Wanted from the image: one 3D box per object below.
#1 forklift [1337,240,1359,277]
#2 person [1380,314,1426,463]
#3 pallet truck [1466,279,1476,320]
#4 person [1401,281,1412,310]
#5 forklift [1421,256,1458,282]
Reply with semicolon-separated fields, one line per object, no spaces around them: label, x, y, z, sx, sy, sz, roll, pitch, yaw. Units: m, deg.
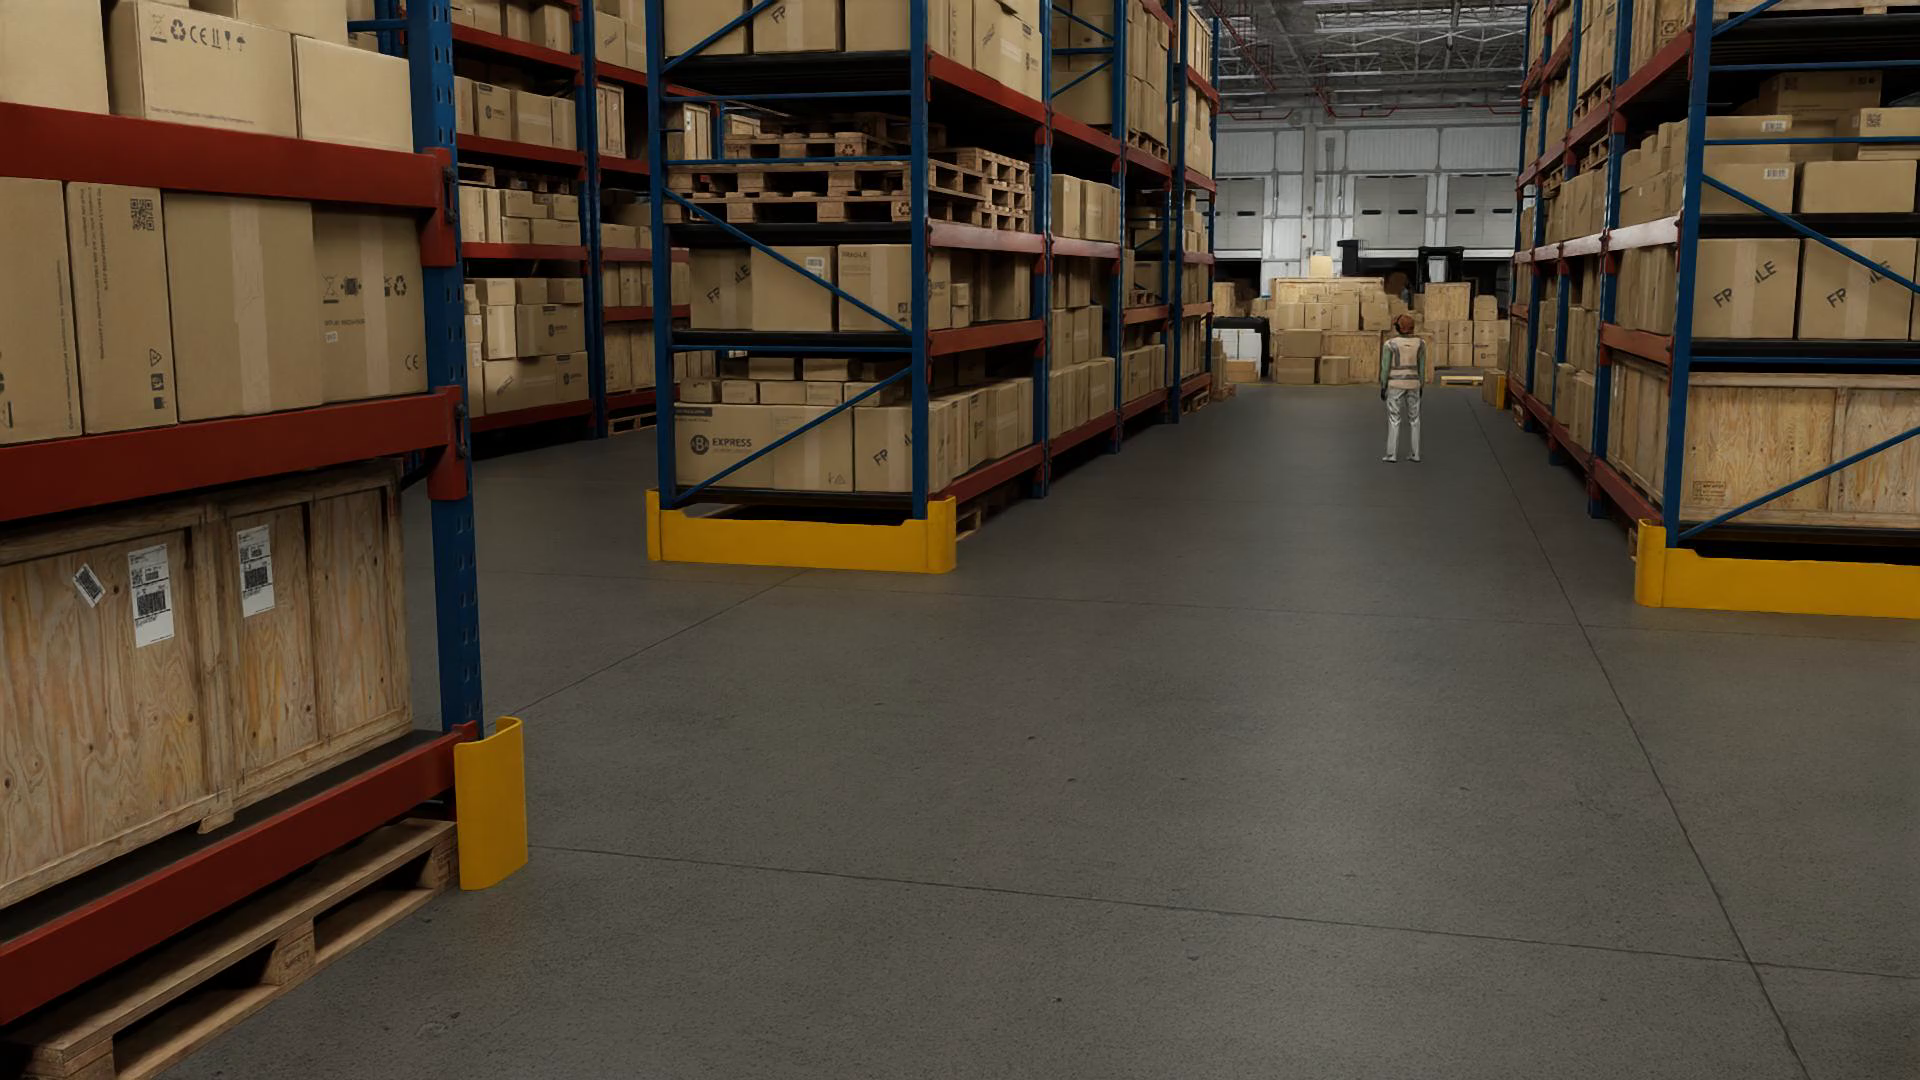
forklift;8.255;-4.985;35.441;1.873;2.768;1.129;2;9;15
person;4.871;-1.661;18.299;0.514;1.632;0.314;-1;9;-9
pallet truck;18.896;-8.459;60.307;1.885;1.965;0.823;5;10;31
person;15.029;-7.749;55.988;0.372;1.940;0.631;0;9;3
forklift;12.220;-6.096;42.499;1.129;2.768;1.873;2;9;15
